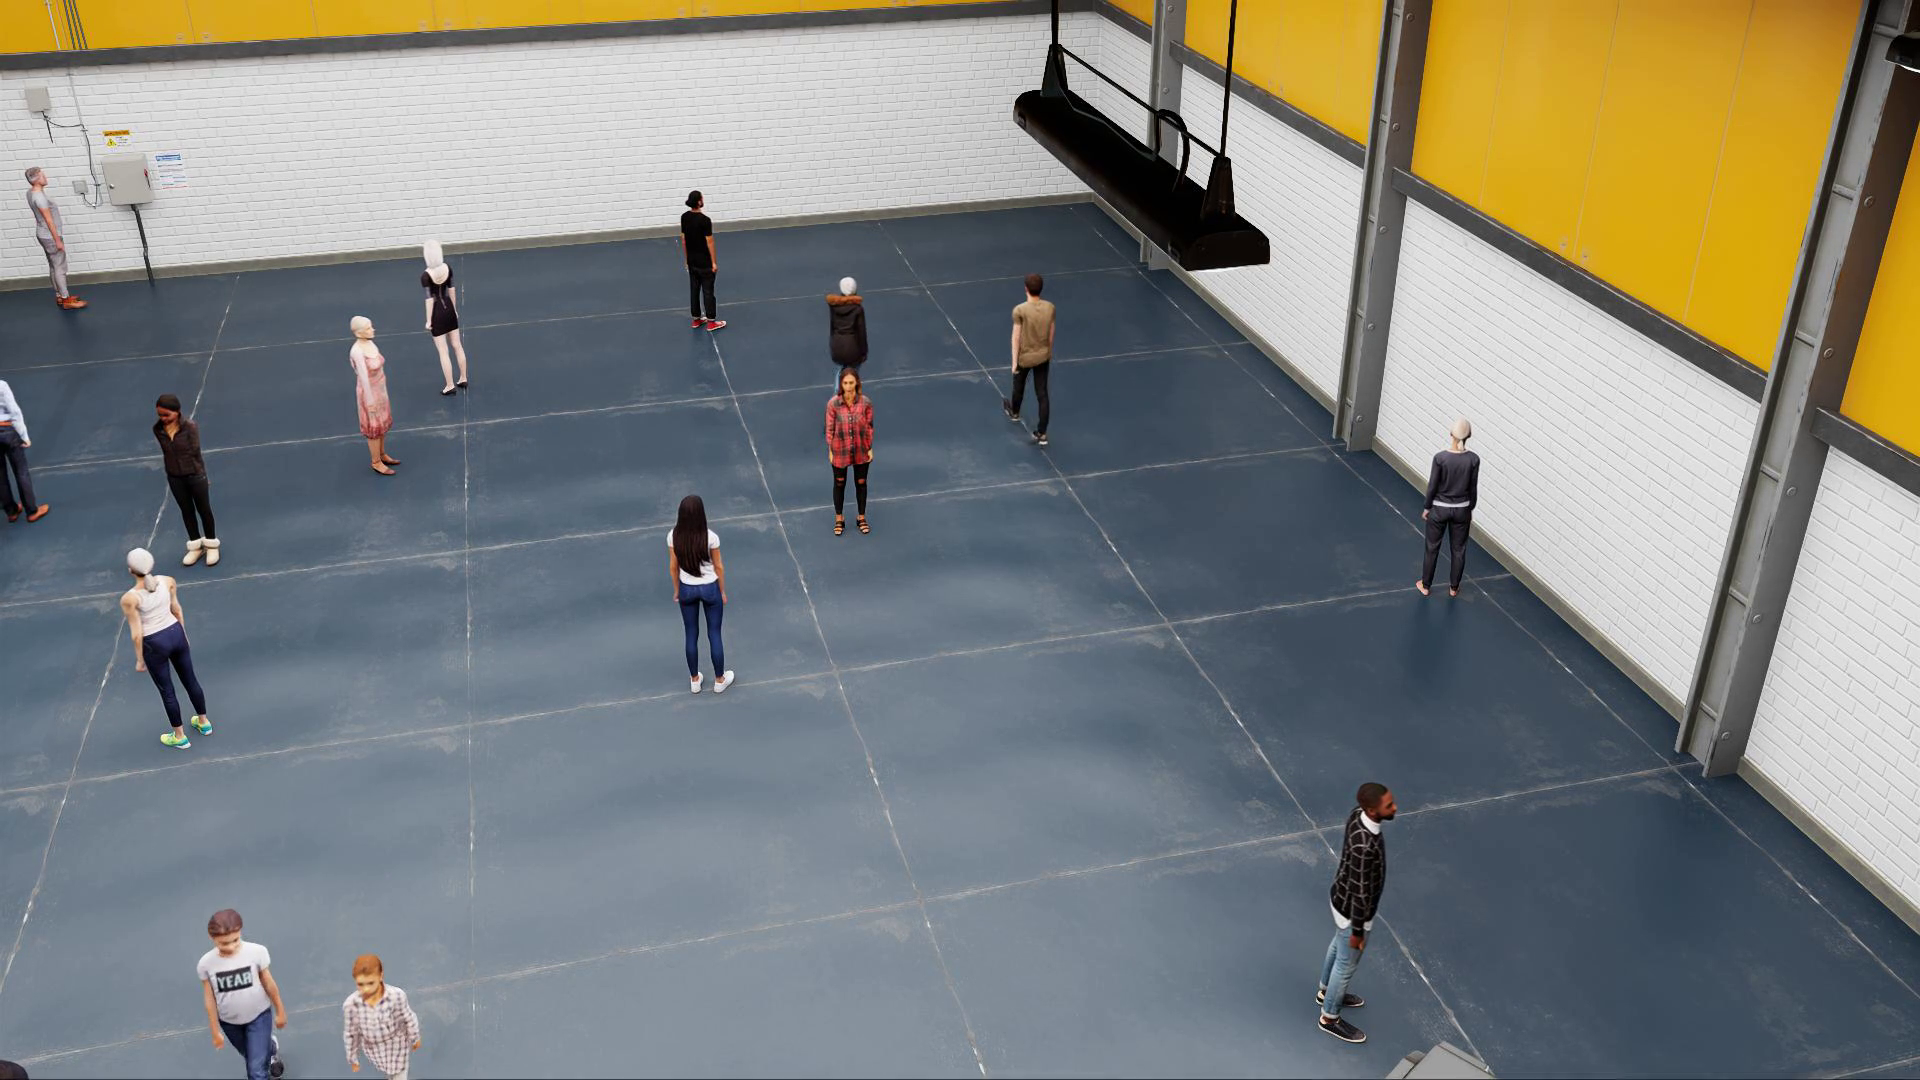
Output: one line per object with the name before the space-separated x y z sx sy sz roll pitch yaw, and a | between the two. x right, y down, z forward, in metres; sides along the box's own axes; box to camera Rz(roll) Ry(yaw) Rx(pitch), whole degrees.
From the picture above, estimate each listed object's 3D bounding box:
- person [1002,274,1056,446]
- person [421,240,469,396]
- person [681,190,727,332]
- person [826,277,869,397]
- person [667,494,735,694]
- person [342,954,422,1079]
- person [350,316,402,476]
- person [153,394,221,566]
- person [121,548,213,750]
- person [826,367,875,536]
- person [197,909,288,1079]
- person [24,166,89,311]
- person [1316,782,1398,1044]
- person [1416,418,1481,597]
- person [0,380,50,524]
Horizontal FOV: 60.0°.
person | 0.809 -1.884 17.675 0.753 1.801 1.217 -10 30 -17
person | -5.851 -2.524 18.820 0.697 1.829 0.650 18 33 29
person | -3.223 -3.473 20.633 0.714 1.758 0.780 17 33 28
person | -1.264 -2.082 18.226 0.846 1.622 0.928 11 30 19
person | -2.106 0.438 13.447 0.661 1.774 0.639 4 29 6
person | -3.289 2.847 9.547 0.633 1.280 0.912 -3 29 -5
person | -6.041 -1.498 17.083 0.710 1.691 0.569 -1 29 -3
person | -7.194 -0.603 15.472 0.675 1.662 0.608 -7 29 -13
person | -6.129 0.823 12.816 0.727 1.702 0.674 17 33 28
person | -1.043 -0.857 15.896 0.637 1.703 0.595 -3 29 -6
person | -4.122 2.689 9.577 0.529 1.528 1.031 -7 29 -12
person | -11.654 -3.874 21.292 0.829 1.832 0.679 -23 36 -36
person | 2.399 2.217 10.138 0.802 1.820 0.670 7 29 12
person | 4.375 -0.295 14.841 0.674 1.726 0.645 3 29 6
person | -9.277 -1.000 16.069 0.682 1.789 0.668 -2 29 -4
